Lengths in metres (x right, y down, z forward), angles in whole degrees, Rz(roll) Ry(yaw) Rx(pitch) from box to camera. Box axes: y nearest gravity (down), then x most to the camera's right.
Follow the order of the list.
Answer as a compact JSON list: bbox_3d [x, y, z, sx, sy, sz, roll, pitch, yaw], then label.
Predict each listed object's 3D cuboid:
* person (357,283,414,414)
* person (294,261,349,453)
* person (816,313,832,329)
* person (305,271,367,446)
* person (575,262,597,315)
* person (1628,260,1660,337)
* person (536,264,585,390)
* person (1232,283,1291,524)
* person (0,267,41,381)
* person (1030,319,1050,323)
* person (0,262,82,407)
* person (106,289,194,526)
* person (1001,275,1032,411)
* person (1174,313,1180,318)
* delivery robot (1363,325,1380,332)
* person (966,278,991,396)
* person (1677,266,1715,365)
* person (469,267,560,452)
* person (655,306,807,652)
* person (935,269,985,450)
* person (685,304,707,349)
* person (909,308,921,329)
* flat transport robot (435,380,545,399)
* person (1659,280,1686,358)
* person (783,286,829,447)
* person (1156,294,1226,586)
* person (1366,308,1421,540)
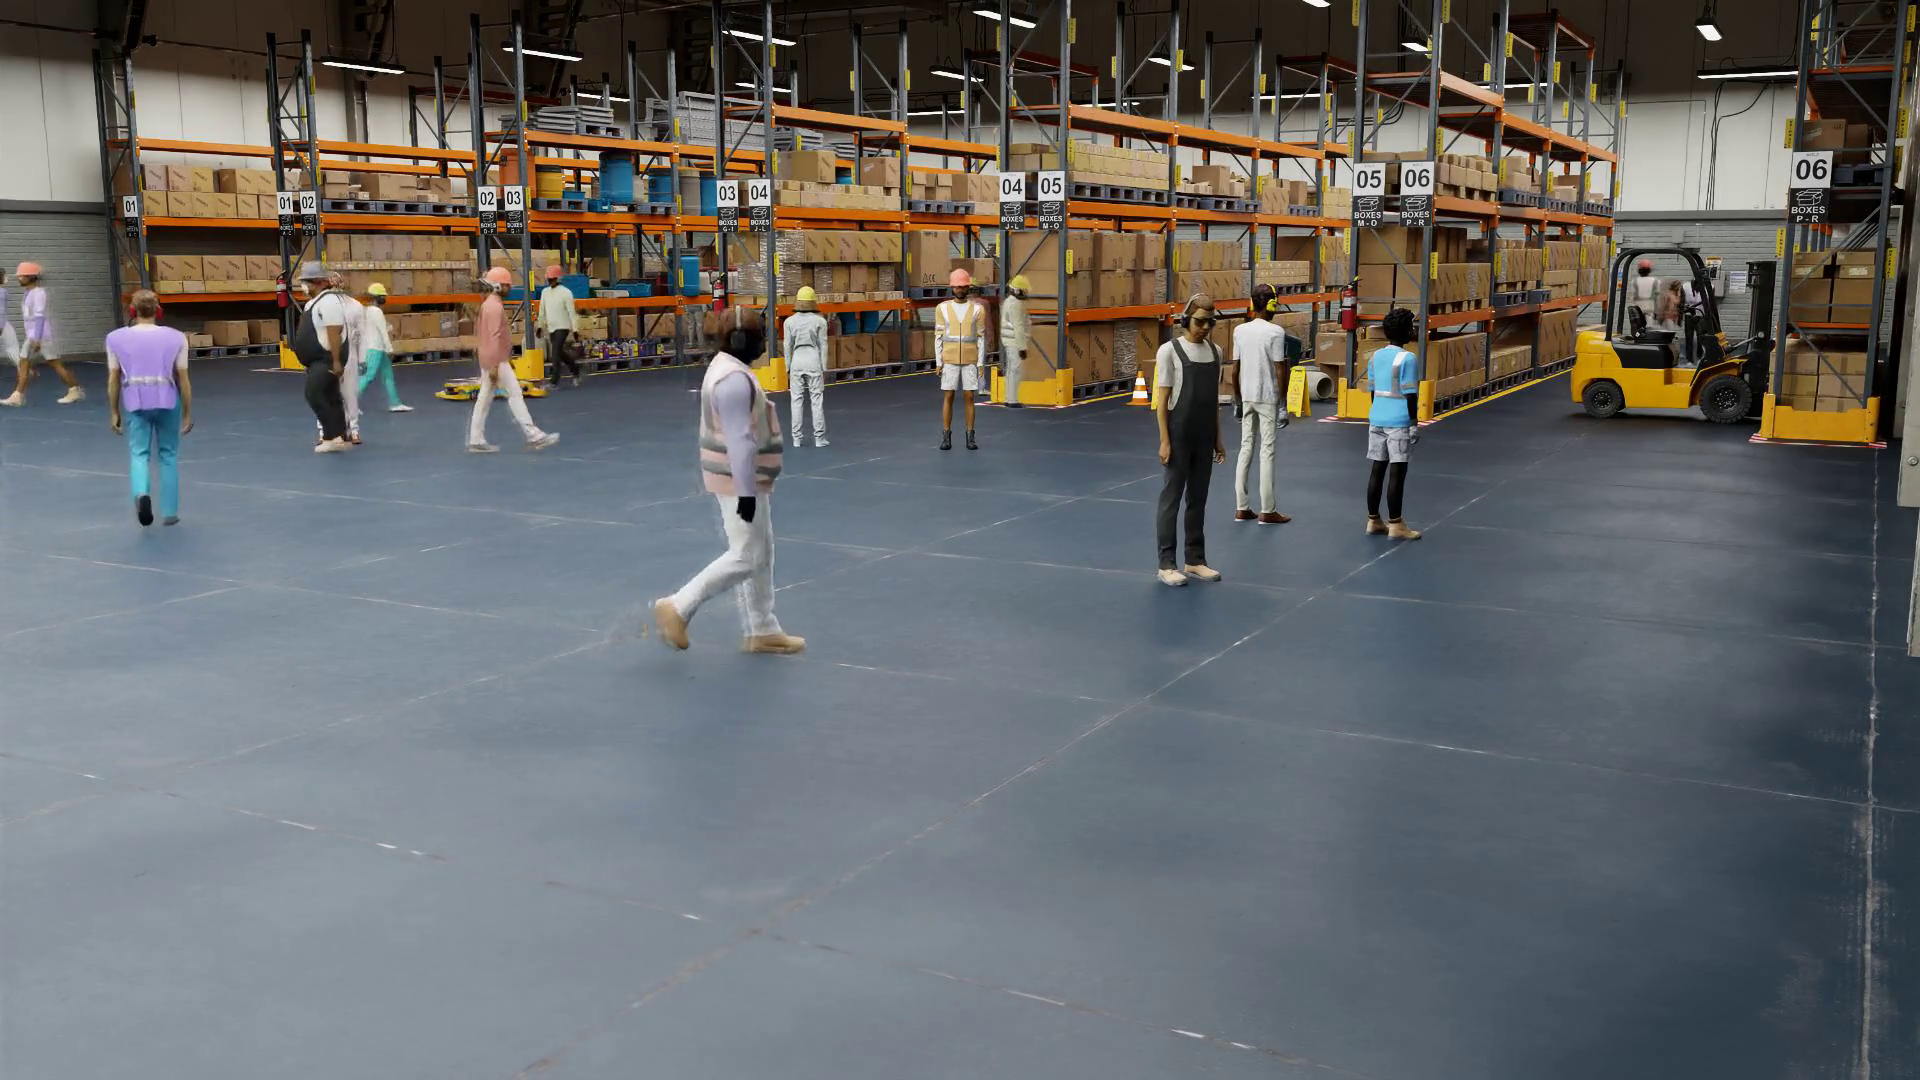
[{"bbox_3d":[-7.736,-2.522,21.929,0.899,1.724,0.532,-5,11,-27],"label":"person"},{"bbox_3d":[-6.712,-1.916,17.460,0.561,2.000,0.708,-6,11,-30],"label":"person"},{"bbox_3d":[-2.580,-3.919,29.508,0.626,1.933,0.356,0,10,-1],"label":"person"},{"bbox_3d":[-6.855,-1.990,18.294,0.643,1.905,0.400,-3,10,-20],"label":"person"},{"bbox_3d":[-8.883,-5.567,39.115,0.607,1.944,0.849,9,14,44],"label":"person"},{"bbox_3d":[13.773,-4.629,33.515,0.612,1.997,1.061,2,10,14],"label":"person"},{"bbox_3d":[-6.242,-3.342,26.088,0.610,1.954,0.939,7,12,34],"label":"person"},{"bbox_3d":[2.342,-1.055,12.933,0.327,1.865,0.521,-9,13,-42],"label":"person"},{"bbox_3d":[-15.836,-3.574,27.602,0.631,1.892,0.958,7,12,35],"label":"person"},{"bbox_3d":[1.453,-3.902,29.594,0.651,1.870,0.919,7,12,36],"label":"person"},{"bbox_3d":[-12.786,-2.841,23.034,0.620,1.990,1.081,9,13,43],"label":"person"},{"bbox_3d":[-6.145,-0.985,12.643,0.571,1.830,0.625,-4,10,-20],"label":"person"},{"bbox_3d":[0.767,-2.652,22.478,0.407,1.800,0.659,-2,10,-10],"label":"person"},{"bbox_3d":[5.302,-5.742,41.033,0.306,1.640,0.522,4,10,21],"label":"person"},{"bbox_3d":[9.380,-4.630,37.417,0.707,0.478,0.477,-2,10,-11],"label":"delivery robot"},{"bbox_3d":[0.228,-3.015,24.790,0.649,1.740,0.304,2,10,11],"label":"person"},{"bbox_3d":[13.671,-4.144,30.937,0.595,1.897,0.523,5,11,27],"label":"person"},{"bbox_3d":[-4.774,-1.896,17.613,0.981,1.951,0.615,-5,11,-26],"label":"person"},{"bbox_3d":[-1.180,-0.289,8.557,0.696,1.826,0.637,-1,10,-7],"label":"person"},{"bbox_3d":[0.001,-1.931,17.847,0.545,1.938,0.359,0,10,-3],"label":"person"},{"bbox_3d":[-5.713,-5.001,36.124,0.588,1.835,0.404,7,12,35],"label":"person"},{"bbox_3d":[-1.285,-6.555,45.114,0.376,1.885,0.654,-8,13,-39],"label":"person"},{"bbox_3d":[-6.861,-2.199,24.286,1.431,0.197,0.652,-6,12,-33],"label":"flat transport robot"},{"bbox_3d":[14.561,-4.520,34.048,0.529,1.588,0.878,-7,12,-34],"label":"person"},{"bbox_3d":[-1.674,-1.885,18.145,0.487,1.744,0.312,1,10,7],"label":"person"},{"bbox_3d":[1.468,-0.635,10.548,0.504,1.840,0.345,-6,12,-32],"label":"person"},{"bbox_3d":[3.189,-0.848,12.211,0.318,1.697,0.535,-4,10,-21],"label":"person"}]
